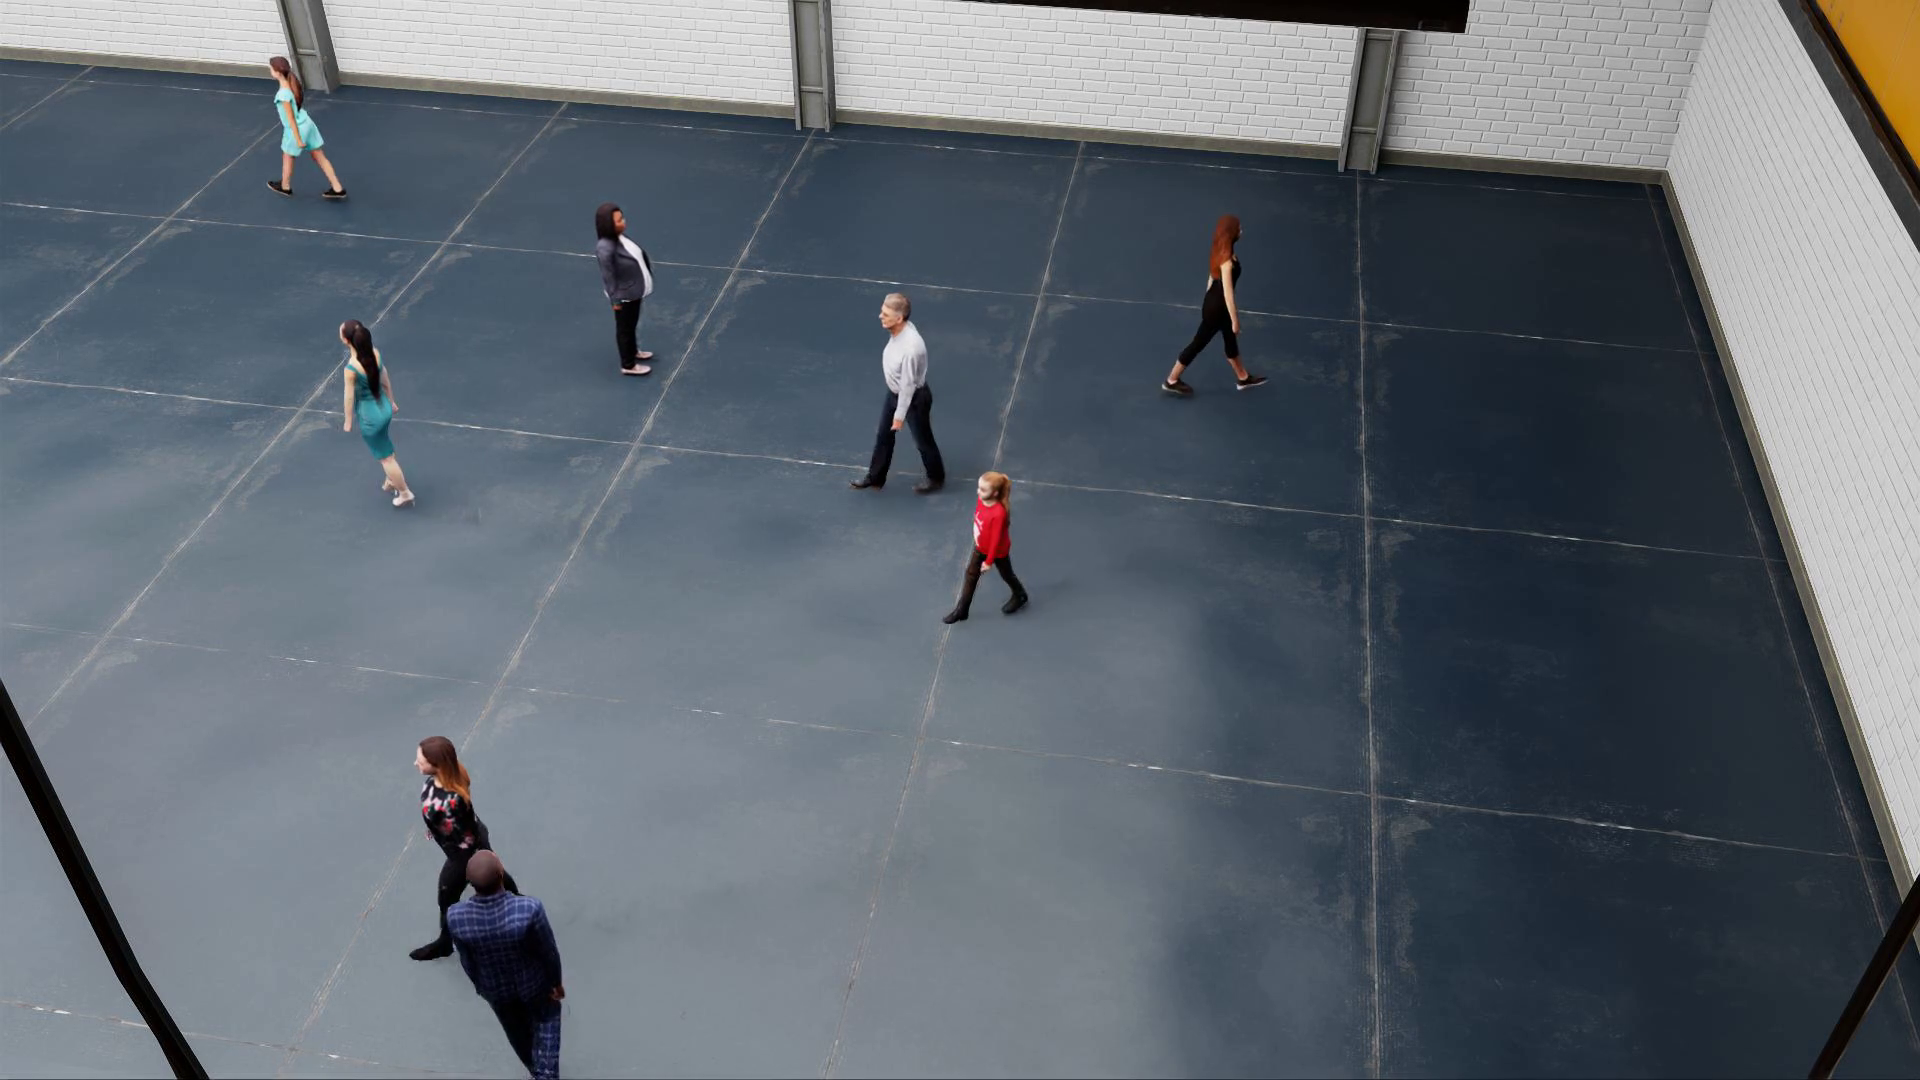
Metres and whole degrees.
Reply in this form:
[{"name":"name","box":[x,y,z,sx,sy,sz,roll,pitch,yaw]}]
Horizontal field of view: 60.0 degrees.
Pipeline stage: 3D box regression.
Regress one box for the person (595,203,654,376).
[{"name":"person","box":[-2.912,-2.171,14.336,0.703,1.595,0.706,0,39,0]}]

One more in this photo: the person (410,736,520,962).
[{"name":"person","box":[-2.726,1.705,9.434,1.001,1.656,0.805,-8,39,-10]}]

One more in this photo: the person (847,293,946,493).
[{"name":"person","box":[-0.317,-1.115,12.862,1.130,1.784,0.989,-16,41,-19]}]

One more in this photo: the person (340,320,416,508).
[{"name":"person","box":[-4.403,-0.923,12.708,0.624,1.677,0.582,11,40,13]}]

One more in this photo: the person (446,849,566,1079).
[{"name":"person","box":[-2.311,2.316,8.549,0.812,1.804,0.854,-5,39,-6]}]

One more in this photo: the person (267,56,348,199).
[{"name":"person","box":[-6.629,-4.142,16.870,1.043,1.512,0.539,7,39,8]}]

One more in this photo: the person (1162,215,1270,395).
[{"name":"person","box":[2.067,-1.922,13.957,1.178,1.678,0.712,1,39,1]}]

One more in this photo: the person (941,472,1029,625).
[{"name":"person","box":[0.279,0.051,11.828,0.921,1.252,0.866,-23,44,-26]}]
